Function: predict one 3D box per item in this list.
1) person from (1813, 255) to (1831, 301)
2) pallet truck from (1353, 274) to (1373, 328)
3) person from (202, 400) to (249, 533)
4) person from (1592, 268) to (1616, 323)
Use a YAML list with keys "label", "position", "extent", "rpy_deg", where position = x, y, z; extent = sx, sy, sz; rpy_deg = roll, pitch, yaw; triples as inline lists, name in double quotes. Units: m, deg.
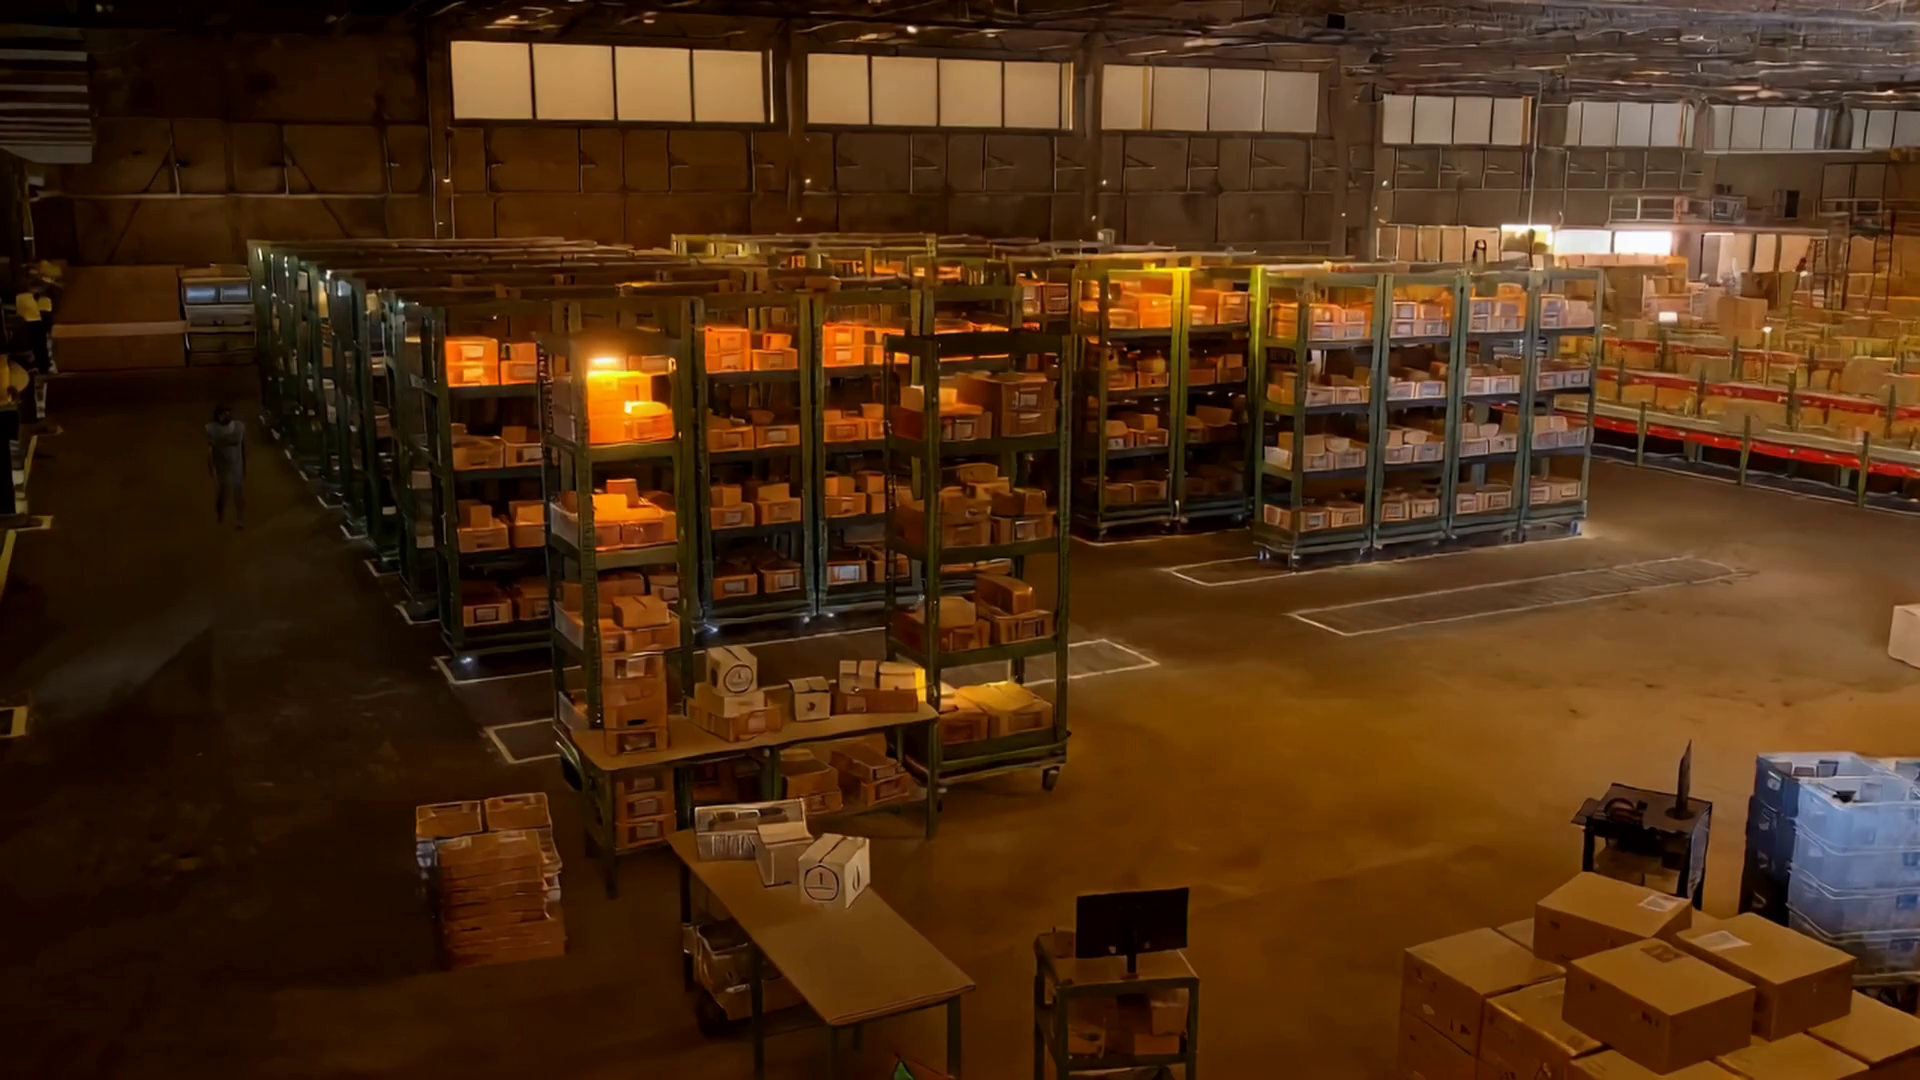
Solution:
- label: "person"
  position: [35.424, -10.755, 68.218]
  extent: [0.741, 1.865, 0.584]
  rpy_deg: [8, 14, 33]
- label: "pallet truck"
  position: [13.011, -8.050, 55.243]
  extent: [0.823, 1.965, 1.885]
  rpy_deg: [-7, 14, -28]
- label: "person"
  position: [-10.063, -1.029, 22.796]
  extent: [0.560, 1.832, 0.704]
  rpy_deg: [-9, 15, -35]
- label: "person"
  position: [21.358, -8.000, 55.053]
  extent: [1.064, 1.997, 0.617]
  rpy_deg: [12, 17, 44]
